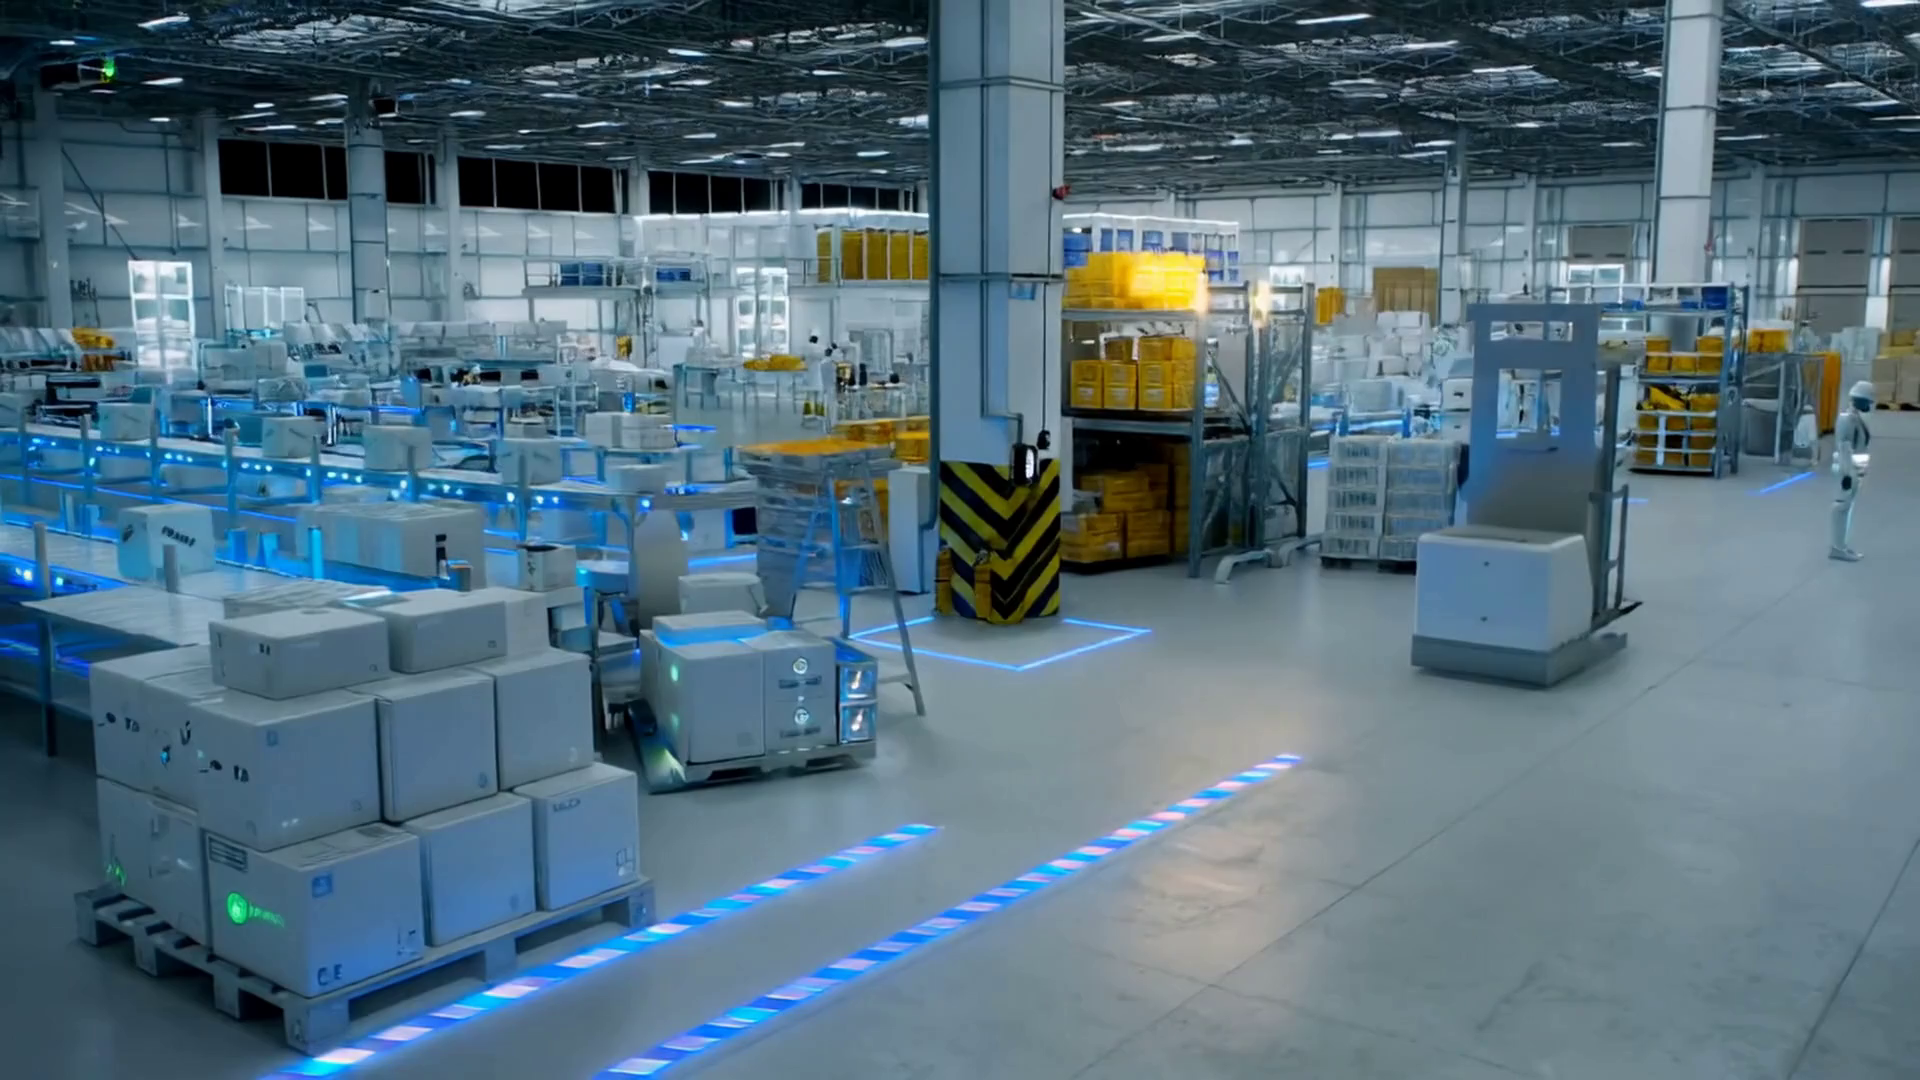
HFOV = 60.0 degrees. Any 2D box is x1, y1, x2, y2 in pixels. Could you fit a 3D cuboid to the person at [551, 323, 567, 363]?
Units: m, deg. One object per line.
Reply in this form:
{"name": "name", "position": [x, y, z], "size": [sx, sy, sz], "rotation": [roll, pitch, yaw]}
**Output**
{"name": "person", "position": [-13.749, -6.503, 57.090], "size": [0.356, 1.883, 0.573], "rotation": [7, 11, 38]}

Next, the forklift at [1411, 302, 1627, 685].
{"name": "forklift", "position": [4.379, -0.438, 12.852], "size": [1.129, 2.768, 1.873], "rotation": [7, 11, 37]}

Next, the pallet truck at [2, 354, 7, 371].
{"name": "pallet truck", "position": [-24.881, -4.417, 42.634], "size": [1.885, 1.965, 0.823], "rotation": [8, 11, 41]}

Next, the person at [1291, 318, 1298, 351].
{"name": "person", "position": [16.918, -10.401, 83.988], "size": [0.319, 1.696, 0.532], "rotation": [7, 11, 38]}

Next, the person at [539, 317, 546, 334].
{"name": "person", "position": [-17.247, -8.278, 68.900], "size": [0.366, 1.927, 0.585], "rotation": [7, 11, 38]}

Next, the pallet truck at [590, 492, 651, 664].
{"name": "pallet truck", "position": [-3.115, 0.344, 12.883], "size": [0.653, 1.274, 1.630], "rotation": [7, 11, 37]}

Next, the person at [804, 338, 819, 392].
{"name": "person", "position": [-3.724, -4.213, 42.061], "size": [0.320, 1.763, 0.522], "rotation": [7, 11, 38]}

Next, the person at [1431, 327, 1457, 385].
{"name": "person", "position": [13.079, -4.832, 45.288], "size": [0.708, 2.000, 0.988], "rotation": [-7, 11, -38]}

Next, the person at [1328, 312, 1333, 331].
{"name": "person", "position": [19.115, -10.720, 85.355], "size": [0.366, 1.931, 0.542], "rotation": [7, 11, 38]}

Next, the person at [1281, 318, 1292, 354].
{"name": "person", "position": [15.576, -9.807, 79.845], "size": [0.870, 1.723, 0.553], "rotation": [2, 9, 12]}

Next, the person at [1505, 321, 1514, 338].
{"name": "person", "position": [23.878, -8.815, 72.294], "size": [0.377, 1.995, 0.608], "rotation": [7, 11, 38]}

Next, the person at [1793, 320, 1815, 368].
{"name": "person", "position": [33.031, -7.651, 64.908], "size": [0.570, 1.869, 1.030], "rotation": [-4, 9, -26]}

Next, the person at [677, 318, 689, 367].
{"name": "person", "position": [-10.959, -7.831, 65.878], "size": [0.366, 1.931, 0.542], "rotation": [7, 11, 38]}

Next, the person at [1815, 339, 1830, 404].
{"name": "person", "position": [22.674, -4.429, 43.732], "size": [0.319, 1.696, 0.532], "rotation": [7, 11, 38]}

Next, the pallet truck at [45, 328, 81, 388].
{"name": "pallet truck", "position": [-23.775, -4.544, 43.495], "size": [1.885, 1.965, 0.823], "rotation": [6, 10, 35]}

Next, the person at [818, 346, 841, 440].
{"name": "person", "position": [-2.574, -2.889, 32.791], "size": [0.329, 1.865, 0.508], "rotation": [7, 11, 38]}

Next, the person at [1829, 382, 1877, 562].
{"name": "person", "position": [9.675, -0.743, 18.063], "size": [0.395, 1.941, 0.601], "rotation": [7, 11, 38]}

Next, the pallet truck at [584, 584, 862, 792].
{"name": "pallet truck", "position": [-1.426, 0.805, 10.019], "size": [1.601, 1.201, 0.680], "rotation": [-4, 9, -26]}
